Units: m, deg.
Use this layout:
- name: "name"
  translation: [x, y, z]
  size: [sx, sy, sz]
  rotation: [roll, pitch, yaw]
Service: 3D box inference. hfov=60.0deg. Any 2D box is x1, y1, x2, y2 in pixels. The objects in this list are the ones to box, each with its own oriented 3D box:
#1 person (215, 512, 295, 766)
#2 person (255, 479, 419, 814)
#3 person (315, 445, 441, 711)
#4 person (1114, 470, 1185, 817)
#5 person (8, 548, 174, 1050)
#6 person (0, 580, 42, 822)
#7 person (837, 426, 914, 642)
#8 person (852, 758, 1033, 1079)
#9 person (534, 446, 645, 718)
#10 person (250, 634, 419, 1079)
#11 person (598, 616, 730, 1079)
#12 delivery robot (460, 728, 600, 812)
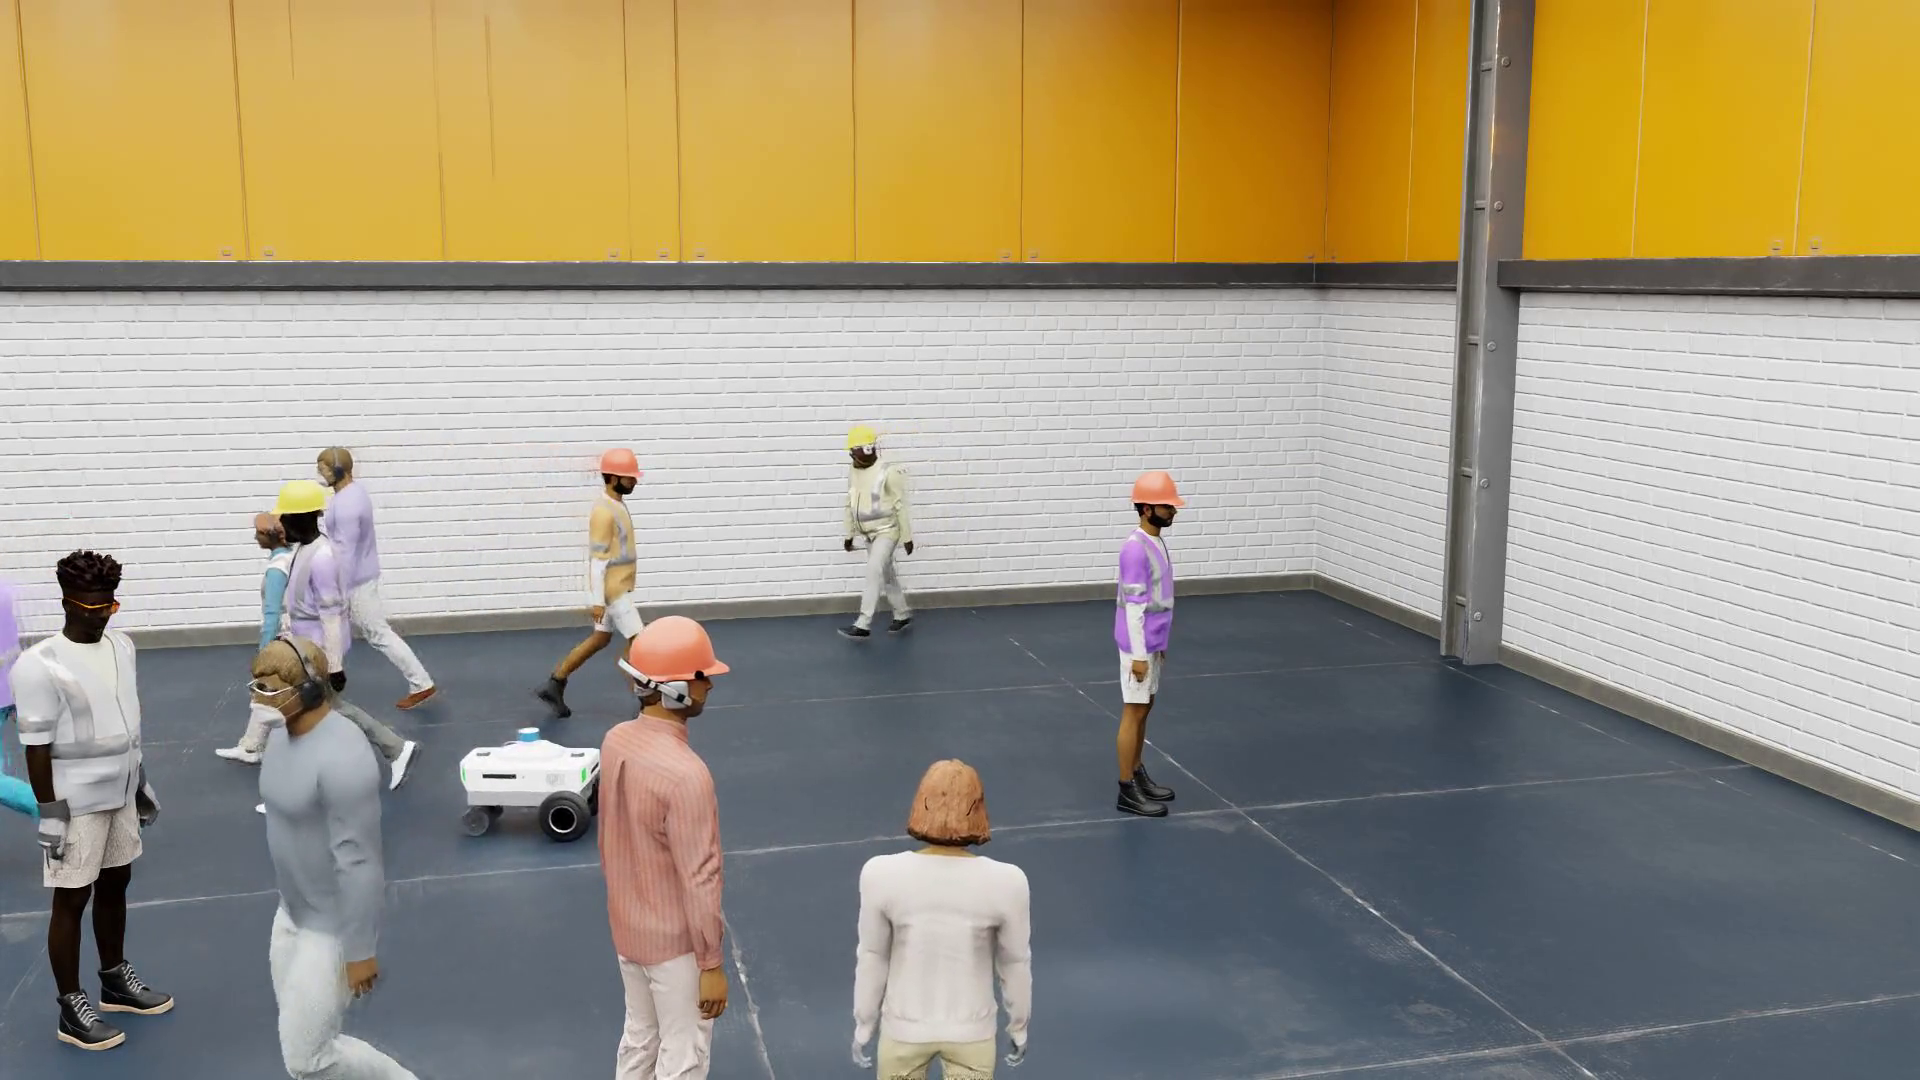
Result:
- name: "person"
  translation: [-4.169, 0.622, 10.072]
  size: [0.822, 1.594, 0.541]
  rotation: [-2, 9, -14]
- name: "person"
  translation: [-3.559, 0.587, 9.416]
  size: [0.835, 1.901, 0.603]
  rotation: [-4, 10, -24]
- name: "person"
  translation: [-4.108, 0.280, 11.394]
  size: [1.028, 1.889, 0.631]
  rotation: [-3, 10, -19]
- name: "person"
  translation: [1.068, 0.570, 9.382]
  size: [0.375, 1.939, 0.546]
  rotation: [3, 10, 19]
- name: "person"
  translation: [-3.429, 1.007, 6.599]
  size: [0.380, 1.956, 0.601]
  rotation: [2, 9, 10]
- name: "person"
  translation: [-4.805, 0.810, 8.310]
  size: [0.802, 1.810, 0.563]
  rotation: [-1, 9, -8]
- name: "person"
  translation: [-0.710, -0.058, 13.776]
  size: [0.909, 1.776, 0.617]
  rotation: [-7, 12, -39]
- name: "person"
  translation: [-0.052, 1.446, 4.877]
  size: [0.527, 1.627, 0.282]
  rotation: [0, 9, 2]
- name: "person"
  translation: [-2.415, 0.303, 11.217]
  size: [0.965, 1.898, 0.557]
  rotation: [-1, 9, -4]
- name: "person"
  translation: [-2.019, 1.224, 5.358]
  size: [0.509, 1.920, 0.653]
  rotation: [-8, 12, -40]
- name: "person"
  translation: [-0.892, 1.216, 5.171]
  size: [0.393, 1.992, 0.622]
  rotation: [-7, 11, -37]
- name: "delivery robot"
  translation: [-2.334, 1.266, 9.048]
  size: [0.707, 0.478, 0.477]
  rotation: [0, 9, 2]
